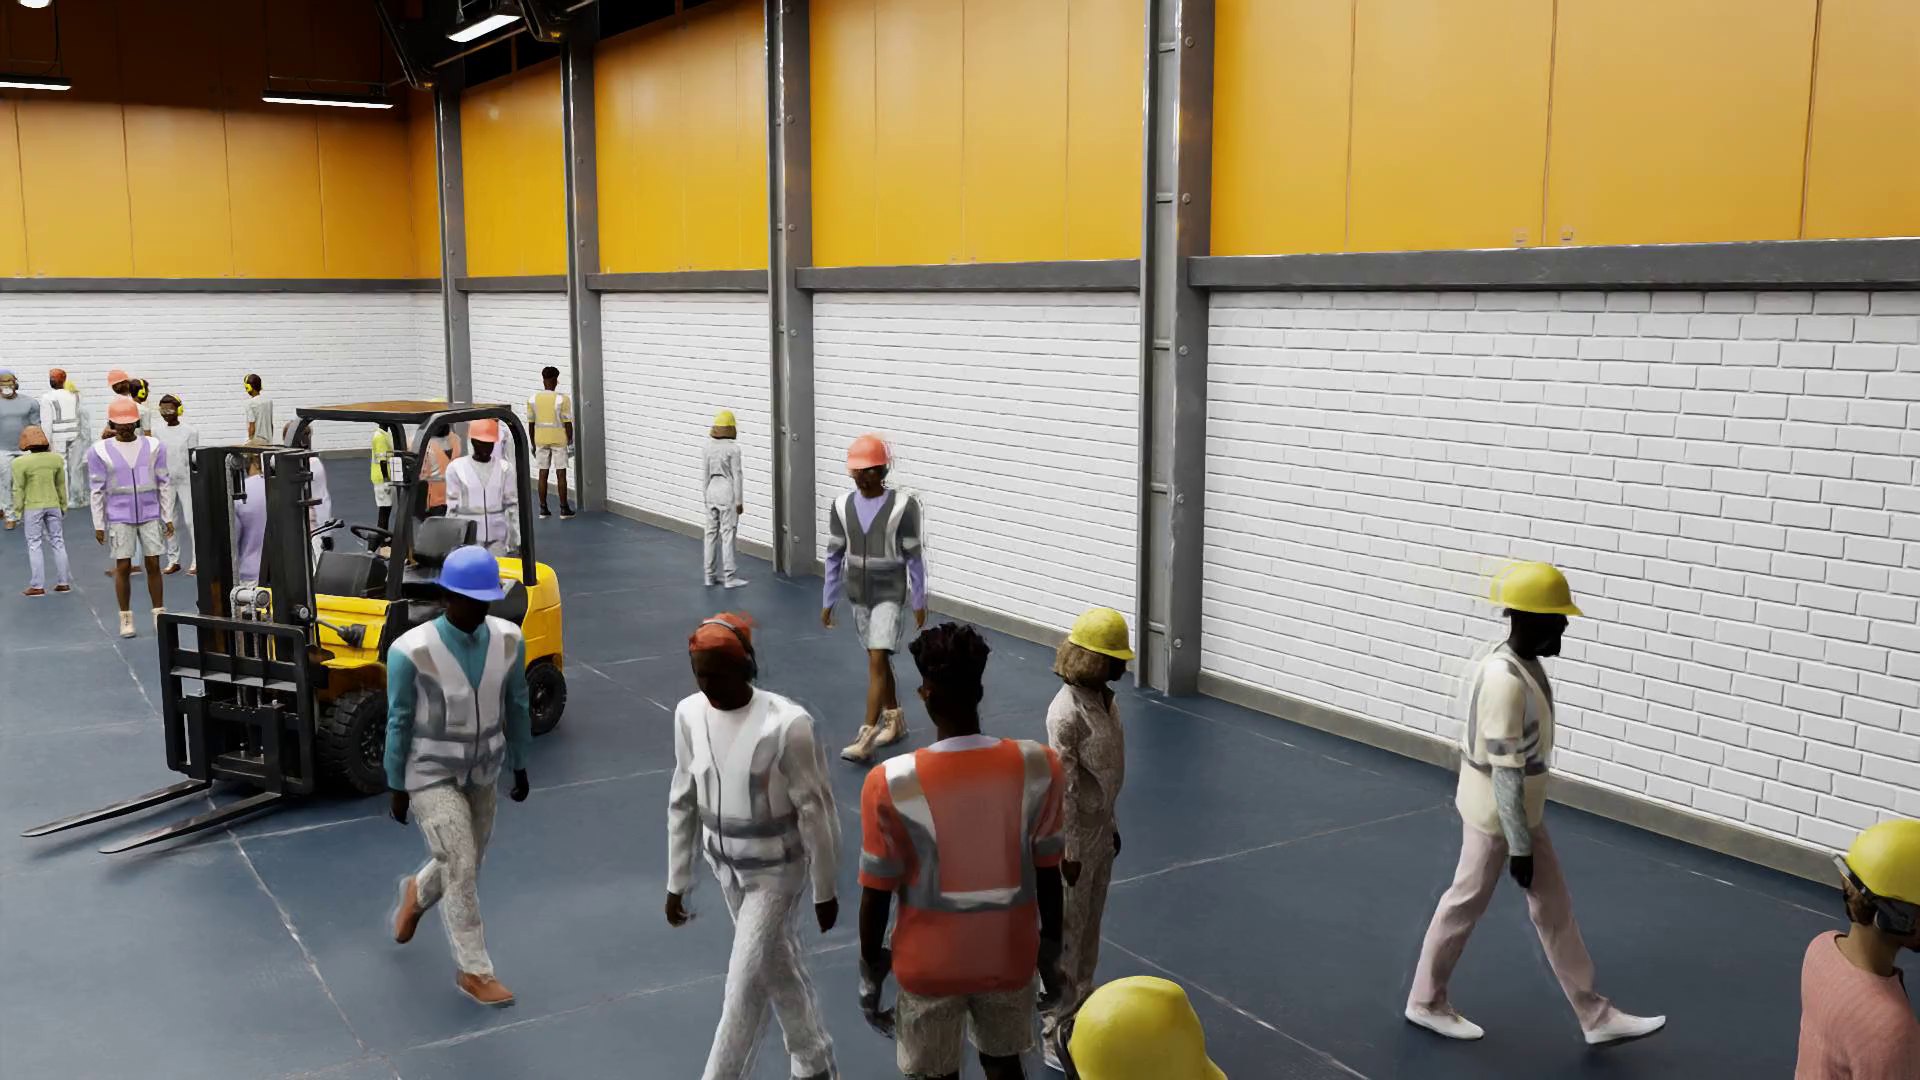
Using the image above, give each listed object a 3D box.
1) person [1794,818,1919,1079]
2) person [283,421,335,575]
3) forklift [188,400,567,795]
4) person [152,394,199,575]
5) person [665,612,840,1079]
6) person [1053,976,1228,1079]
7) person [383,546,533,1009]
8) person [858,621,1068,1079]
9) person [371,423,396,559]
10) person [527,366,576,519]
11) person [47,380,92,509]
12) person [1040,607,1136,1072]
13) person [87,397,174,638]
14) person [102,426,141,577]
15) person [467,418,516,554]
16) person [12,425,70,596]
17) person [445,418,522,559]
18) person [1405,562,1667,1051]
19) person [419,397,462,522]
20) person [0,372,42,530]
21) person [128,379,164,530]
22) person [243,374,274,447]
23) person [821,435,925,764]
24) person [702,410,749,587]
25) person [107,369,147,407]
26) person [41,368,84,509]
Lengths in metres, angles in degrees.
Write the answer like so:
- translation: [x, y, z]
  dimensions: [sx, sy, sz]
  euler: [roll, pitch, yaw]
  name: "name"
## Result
- translation: [1.995, 1.465, 3.688]
  dimensions: [0.345, 1.758, 0.532]
  euler: [2, 9, 12]
  name: "person"
- translation: [-5.452, -0.068, 13.808]
  dimensions: [0.640, 1.849, 0.439]
  euler: [4, 9, 26]
  name: "person"
- translation: [-3.529, 0.258, 10.348]
  dimensions: [1.214, 2.155, 2.313]
  euler: [4, 9, 25]
  name: "forklift"
- translation: [-8.001, -0.562, 17.012]
  dimensions: [0.512, 1.862, 0.322]
  euler: [1, 8, 7]
  name: "person"
- translation: [-0.745, 1.146, 5.557]
  dimensions: [0.587, 1.832, 0.942]
  euler: [7, 11, 39]
  name: "person"
- translation: [0.283, 1.587, 2.835]
  dimensions: [0.318, 1.766, 0.533]
  euler: [2, 9, 14]
  name: "person"
- translation: [-2.139, 0.925, 6.925]
  dimensions: [0.880, 1.897, 0.618]
  euler: [7, 11, 41]
  name: "person"
- translation: [0.014, 1.204, 4.788]
  dimensions: [0.622, 1.946, 0.467]
  euler: [-3, 9, -17]
  name: "person"
- translation: [-6.237, -0.643, 18.091]
  dimensions: [0.318, 1.697, 0.535]
  euler: [-2, 9, -15]
  name: "person"
- translation: [-5.217, -1.245, 21.268]
  dimensions: [0.604, 1.959, 0.378]
  euler: [1, 9, 8]
  name: "person"
- translation: [-11.969, -1.273, 22.271]
  dimensions: [0.503, 1.717, 0.700]
  euler: [2, 9, 15]
  name: "person"
- translation: [0.491, 1.105, 6.185]
  dimensions: [0.308, 1.736, 0.485]
  euler: [4, 9, 24]
  name: "person"
- translation: [-6.923, -0.187, 13.924]
  dimensions: [0.612, 2.029, 0.407]
  euler: [-6, 11, -37]
  name: "person"
- translation: [-8.573, -0.433, 17.006]
  dimensions: [0.416, 1.596, 0.583]
  euler: [2, 9, 14]
  name: "person"
- translation: [-5.150, -0.650, 18.327]
  dimensions: [0.520, 1.640, 0.307]
  euler: [-2, 9, -16]
  name: "person"
- translation: [-8.772, -0.279, 15.877]
  dimensions: [0.271, 1.627, 0.501]
  euler: [5, 10, 31]
  name: "person"
- translation: [-3.695, -0.008, 13.042]
  dimensions: [0.578, 1.920, 0.653]
  euler: [-5, 10, -29]
  name: "person"
- translation: [2.156, 1.021, 6.228]
  dimensions: [0.977, 1.877, 0.615]
  euler: [5, 10, 29]
  name: "person"
- translation: [-4.829, -0.375, 15.533]
  dimensions: [0.420, 1.916, 0.606]
  euler: [4, 9, 26]
  name: "person"
- translation: [-11.520, -1.078, 20.260]
  dimensions: [0.635, 1.929, 0.381]
  euler: [-5, 10, -28]
  name: "person"
- translation: [-9.893, -1.014, 20.076]
  dimensions: [0.524, 1.857, 0.340]
  euler: [4, 9, 24]
  name: "person"
- translation: [-8.926, -1.184, 21.179]
  dimensions: [0.331, 1.865, 0.519]
  euler: [2, 9, 13]
  name: "person"
- translation: [-0.592, 0.365, 10.276]
  dimensions: [0.628, 1.995, 0.992]
  euler: [4, 9, 25]
  name: "person"
- translation: [-2.321, -0.410, 16.370]
  dimensions: [0.490, 1.742, 0.326]
  euler: [6, 10, 34]
  name: "person"
- translation: [-10.926, -1.336, 22.134]
  dimensions: [0.605, 1.893, 0.774]
  euler: [3, 9, 18]
  name: "person"
- translation: [-11.989, -1.349, 22.225]
  dimensions: [0.356, 1.885, 0.574]
  euler: [3, 9, 21]
  name: "person"
